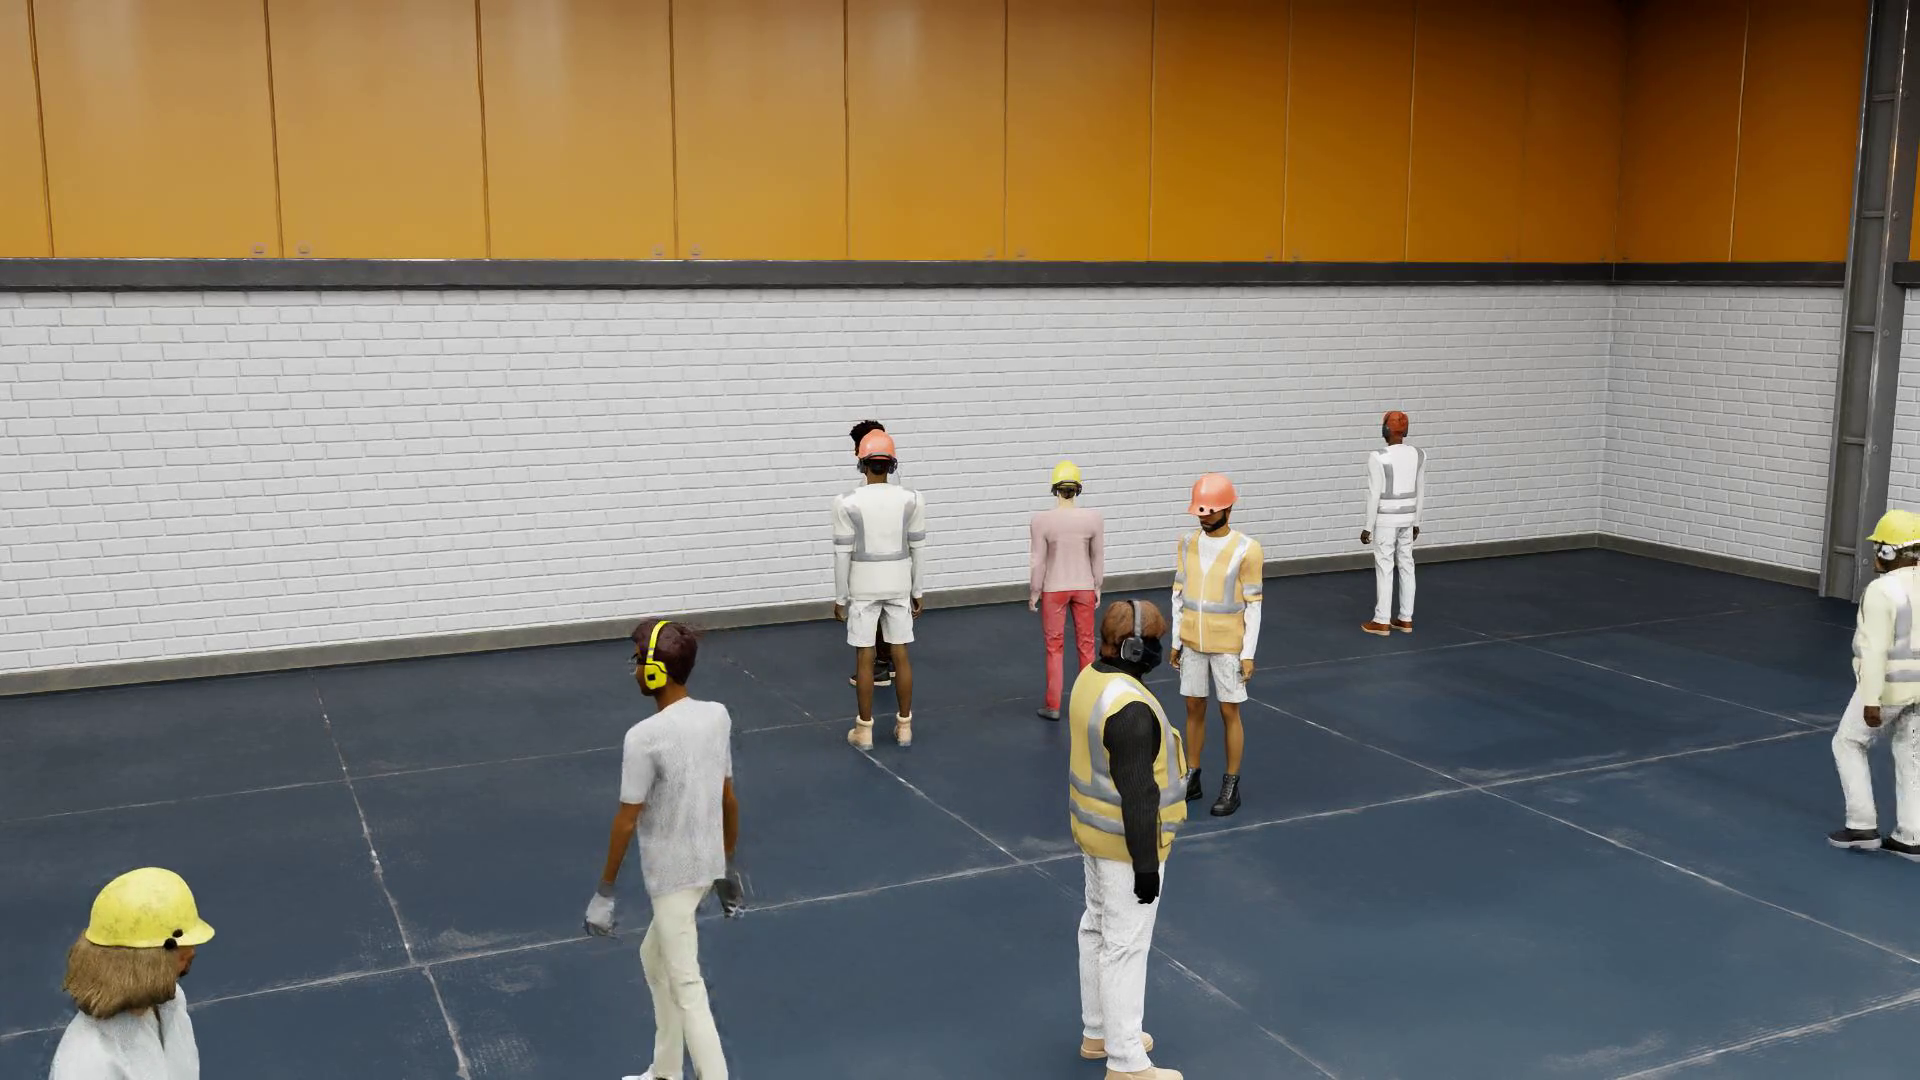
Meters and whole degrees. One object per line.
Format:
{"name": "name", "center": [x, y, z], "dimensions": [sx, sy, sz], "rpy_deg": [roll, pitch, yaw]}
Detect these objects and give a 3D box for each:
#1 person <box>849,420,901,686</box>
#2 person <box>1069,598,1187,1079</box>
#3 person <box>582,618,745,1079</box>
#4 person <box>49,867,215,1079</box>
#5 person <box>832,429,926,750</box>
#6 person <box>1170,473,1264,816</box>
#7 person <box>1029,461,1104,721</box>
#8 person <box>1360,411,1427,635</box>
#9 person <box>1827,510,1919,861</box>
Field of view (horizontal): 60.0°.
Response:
{"name": "person", "center": [-0.623, 0.094, 12.240], "dimensions": [0.369, 1.958, 0.602], "rpy_deg": [2, 9, 11]}
{"name": "person", "center": [0.626, 1.125, 6.214], "dimensions": [0.429, 1.842, 0.626], "rpy_deg": [-2, 9, -11]}
{"name": "person", "center": [-1.065, 1.189, 5.822], "dimensions": [0.747, 1.846, 0.535], "rpy_deg": [4, 10, 23]}
{"name": "person", "center": [-1.941, 1.574, 3.806], "dimensions": [0.543, 1.720, 0.487], "rpy_deg": [1, 9, 4]}
{"name": "person", "center": [-0.522, 0.318, 10.591], "dimensions": [0.607, 2.044, 0.371], "rpy_deg": [-3, 10, -17]}
{"name": "person", "center": [1.410, 0.580, 9.321], "dimensions": [0.543, 1.928, 0.373], "rpy_deg": [7, 11, 37]}
{"name": "person", "center": [0.719, 0.347, 11.264], "dimensions": [0.523, 1.769, 0.321], "rpy_deg": [-2, 9, -12]}
{"name": "person", "center": [3.621, -0.141, 13.932], "dimensions": [0.573, 1.883, 0.355], "rpy_deg": [-4, 10, -24]}
{"name": "person", "center": [4.815, 0.749, 8.635], "dimensions": [0.600, 1.816, 0.547], "rpy_deg": [-4, 10, -21]}
